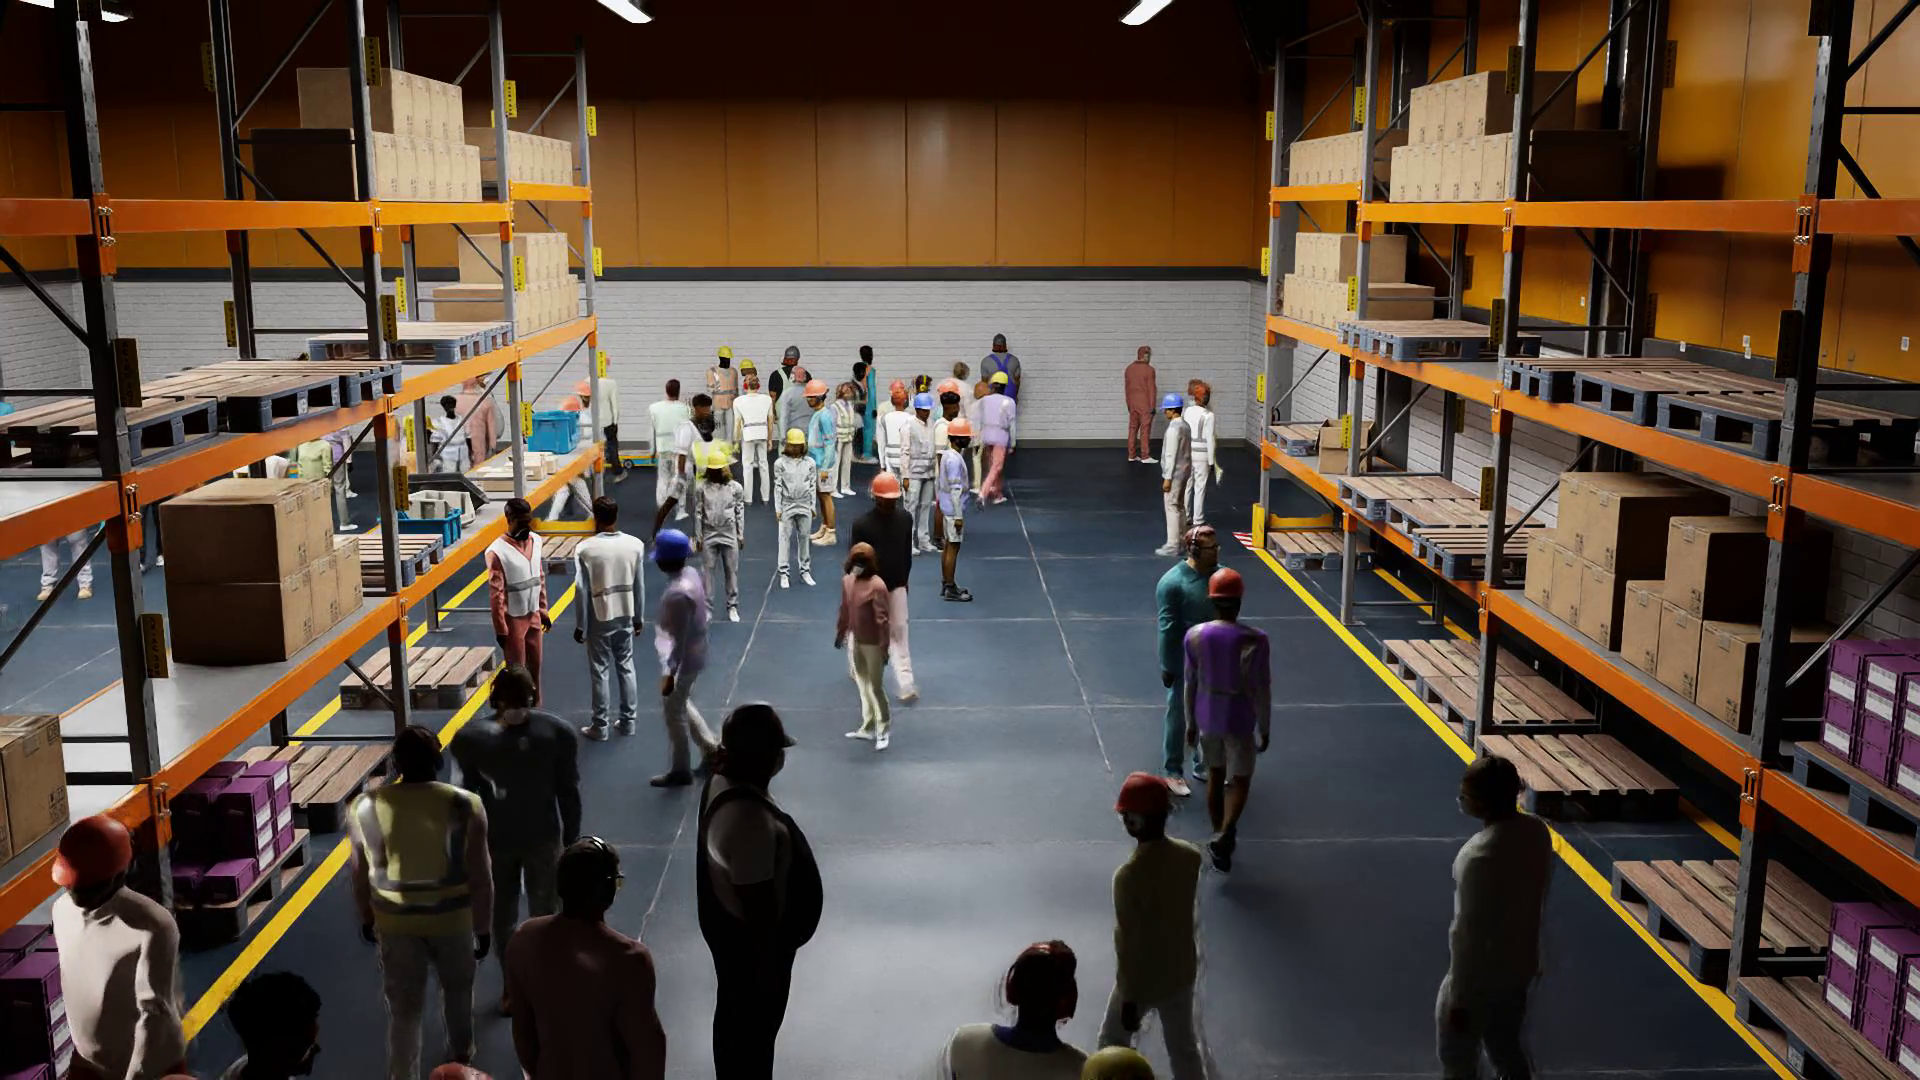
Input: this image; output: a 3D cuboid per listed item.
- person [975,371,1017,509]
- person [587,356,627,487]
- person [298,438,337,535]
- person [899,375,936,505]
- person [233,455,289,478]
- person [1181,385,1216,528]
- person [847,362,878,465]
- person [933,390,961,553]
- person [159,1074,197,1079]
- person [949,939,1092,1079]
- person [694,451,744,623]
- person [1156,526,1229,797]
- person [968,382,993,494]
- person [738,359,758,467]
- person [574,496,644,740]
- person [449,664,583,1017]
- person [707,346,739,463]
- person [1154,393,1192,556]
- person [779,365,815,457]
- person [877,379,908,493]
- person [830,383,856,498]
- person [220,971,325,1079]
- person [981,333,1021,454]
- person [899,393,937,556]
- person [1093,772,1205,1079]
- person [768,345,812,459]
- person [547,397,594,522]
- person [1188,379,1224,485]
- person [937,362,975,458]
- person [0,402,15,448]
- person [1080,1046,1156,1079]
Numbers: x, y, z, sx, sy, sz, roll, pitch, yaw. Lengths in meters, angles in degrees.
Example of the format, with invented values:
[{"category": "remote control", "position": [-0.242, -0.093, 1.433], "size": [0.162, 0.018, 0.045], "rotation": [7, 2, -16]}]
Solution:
[{"category": "person", "position": [0.451, -1.374, 22.926], "size": [0.608, 1.895, 0.857], "rotation": [8, 14, 35]}, {"category": "person", "position": [-5.330, -1.801, 24.872], "size": [0.617, 1.954, 0.890], "rotation": [2, 11, 9]}, {"category": "person", "position": [-7.526, -0.617, 19.441], "size": [0.528, 1.761, 0.333], "rotation": [6, 13, 26]}, {"category": "person", "position": [-0.661, -1.373, 23.018], "size": [0.645, 1.844, 0.563], "rotation": [-2, 11, -10]}, {"category": "person", "position": [-7.240, -0.236, 17.340], "size": [0.562, 1.835, 0.387], "rotation": [-10, 15, -41]}, {"category": "person", "position": [3.053, -1.058, 21.365], "size": [0.350, 1.878, 0.567], "rotation": [-9, 14, -37]}, {"category": "person", "position": [-1.562, -2.029, 26.754], "size": [0.800, 1.660, 0.546], "rotation": [7, 13, 32]}, {"category": "person", "position": [-0.175, -0.827, 19.999], "size": [0.390, 1.957, 0.614], "rotation": [0, 11, 2]}, {"category": "person", "position": [-2.182, 2.313, 4.790], "size": [0.578, 1.734, 0.449], "rotation": [-1, 11, -3]}, {"category": "person", "position": [0.217, 2.167, 5.378], "size": [0.567, 1.800, 0.944], "rotation": [4, 12, 21]}, {"category": "person", "position": [-2.387, -0.029, 16.530], "size": [0.492, 1.740, 0.324], "rotation": [-2, 11, -7]}, {"category": "person", "position": [1.688, 0.843, 11.743], "size": [0.653, 1.907, 0.408], "rotation": [-8, 14, -34]}, {"category": "person", "position": [0.336, -1.478, 24.107], "size": [0.505, 1.624, 0.315], "rotation": [-9, 14, -38]}, {"category": "person", "position": [-3.367, -2.024, 26.544], "size": [0.321, 1.738, 0.484], "rotation": [-2, 12, -12]}, {"category": "person", "position": [-2.709, 0.608, 12.937], "size": [0.596, 1.908, 0.392], "rotation": [-10, 15, -41]}, {"category": "person", "position": [-2.179, 1.552, 8.195], "size": [0.650, 1.892, 0.967], "rotation": [-3, 12, -12]}, {"category": "person", "position": [-3.804, -2.176, 26.866], "size": [0.592, 1.919, 0.407], "rotation": [-10, 15, -40]}, {"category": "person", "position": [2.561, -0.780, 19.832], "size": [0.418, 1.933, 0.616], "rotation": [5, 12, 22]}, {"category": "person", "position": [-2.290, -1.536, 23.706], "size": [0.648, 1.899, 0.409], "rotation": [-9, 15, -39]}, {"category": "person", "position": [-0.894, -1.410, 23.454], "size": [0.587, 1.731, 0.424], "rotation": [-3, 12, -13]}, {"category": "person", "position": [-1.681, -1.427, 23.830], "size": [0.314, 1.632, 0.522], "rotation": [8, 14, 33]}, {"category": "person", "position": [-2.086, 2.195, 4.961], "size": [0.682, 1.928, 0.627], "rotation": [-4, 12, -20]}, {"category": "person", "position": [0.652, -2.451, 27.924], "size": [0.681, 2.000, 0.538], "rotation": [-2, 12, -12]}, {"category": "person", "position": [-0.462, -0.792, 19.834], "size": [0.406, 1.945, 0.614], "rotation": [10, 15, 42]}, {"category": "person", "position": [0.782, 1.839, 7.245], "size": [0.573, 1.702, 0.881], "rotation": [-10, 15, -41]}, {"category": "person", "position": [-2.553, -1.965, 25.486], "size": [0.688, 2.000, 0.539], "rotation": [2, 11, 8]}, {"category": "person", "position": [-4.970, -0.996, 21.482], "size": [0.898, 1.698, 0.580], "rotation": [-4, 12, -20]}, {"category": "person", "position": [3.573, -1.577, 24.590], "size": [0.632, 1.618, 0.495], "rotation": [9, 14, 38]}, {"category": "person", "position": [-0.072, -1.665, 24.364], "size": [0.733, 1.898, 0.419], "rotation": [11, 16, 43]}, {"category": "person", "position": [-13.407, -1.337, 23.091], "size": [0.573, 1.742, 0.350], "rotation": [-6, 13, -28]}, {"category": "person", "position": [0.418, 2.306, 4.497], "size": [0.628, 1.877, 0.537], "rotation": [3, 12, 14]}]
